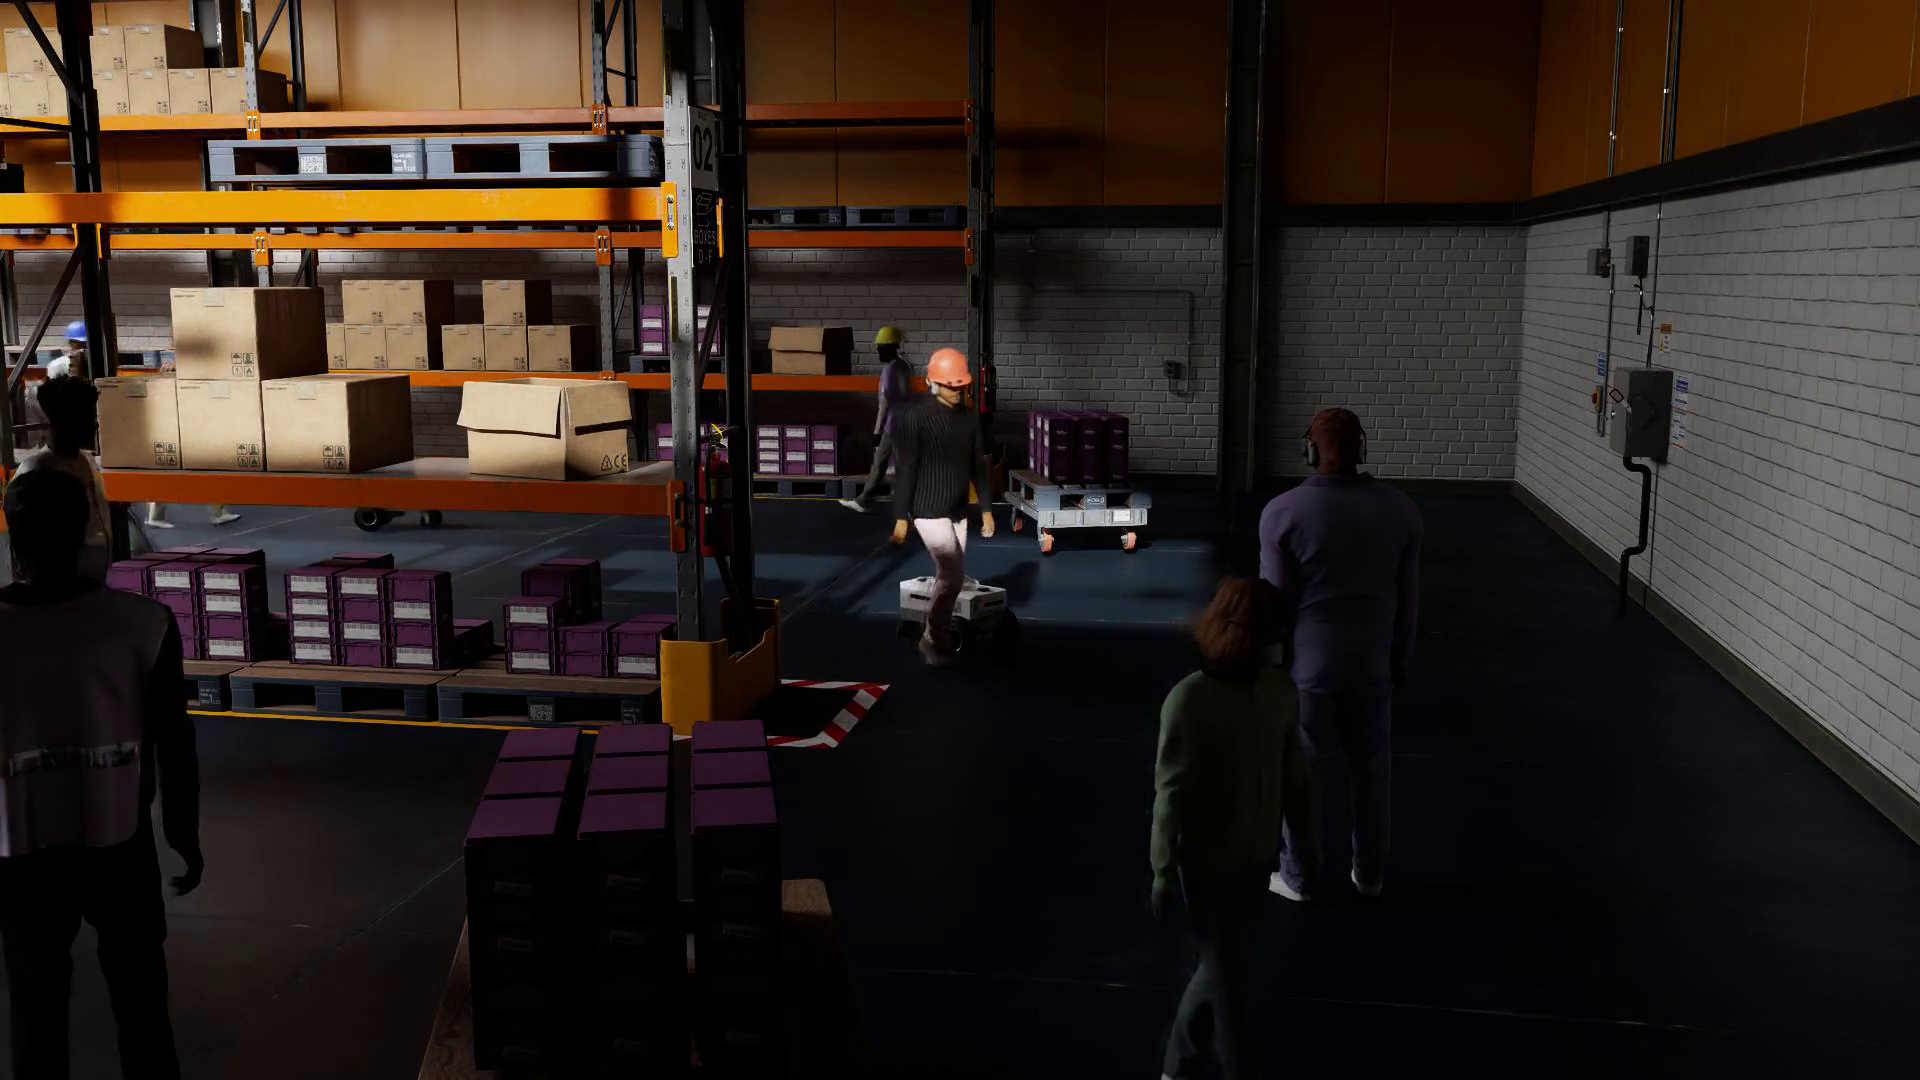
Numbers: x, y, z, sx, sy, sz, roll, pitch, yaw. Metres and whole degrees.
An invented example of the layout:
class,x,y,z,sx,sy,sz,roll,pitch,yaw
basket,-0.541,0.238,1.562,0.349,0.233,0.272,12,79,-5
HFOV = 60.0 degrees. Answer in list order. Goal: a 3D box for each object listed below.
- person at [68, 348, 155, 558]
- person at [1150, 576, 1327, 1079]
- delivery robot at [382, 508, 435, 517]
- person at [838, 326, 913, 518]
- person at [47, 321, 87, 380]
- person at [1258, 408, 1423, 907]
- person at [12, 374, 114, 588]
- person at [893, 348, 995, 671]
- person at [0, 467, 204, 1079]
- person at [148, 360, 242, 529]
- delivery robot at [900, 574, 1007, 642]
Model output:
class,x,y,z,sx,sy,sz,roll,pitch,yaw
person,-6.986,-0.643,13.414,0.898,1.808,0.522,-3,10,-21
person,0.786,0.891,4.488,0.523,1.596,0.703,-8,12,-39
delivery robot,-5.271,-0.427,15.629,0.707,0.478,0.477,-1,9,-6
person,-0.717,-1.141,16.266,0.974,1.870,0.609,1,9,9
person,-8.495,-1.146,16.135,0.415,1.937,0.666,6,11,35
person,1.412,0.448,6.342,0.639,1.902,0.407,-1,9,-7
person,-4.086,0.213,7.663,0.434,1.952,0.602,0,9,1
person,-0.081,-0.163,9.914,0.505,1.960,0.743,8,12,40
person,-2.273,0.769,4.280,0.596,1.921,0.385,-3,10,-20
person,-7.258,-0.888,15.572,0.843,1.595,0.521,1,9,5
delivery robot,-0.050,0.386,10.593,0.707,0.478,0.477,8,12,41
